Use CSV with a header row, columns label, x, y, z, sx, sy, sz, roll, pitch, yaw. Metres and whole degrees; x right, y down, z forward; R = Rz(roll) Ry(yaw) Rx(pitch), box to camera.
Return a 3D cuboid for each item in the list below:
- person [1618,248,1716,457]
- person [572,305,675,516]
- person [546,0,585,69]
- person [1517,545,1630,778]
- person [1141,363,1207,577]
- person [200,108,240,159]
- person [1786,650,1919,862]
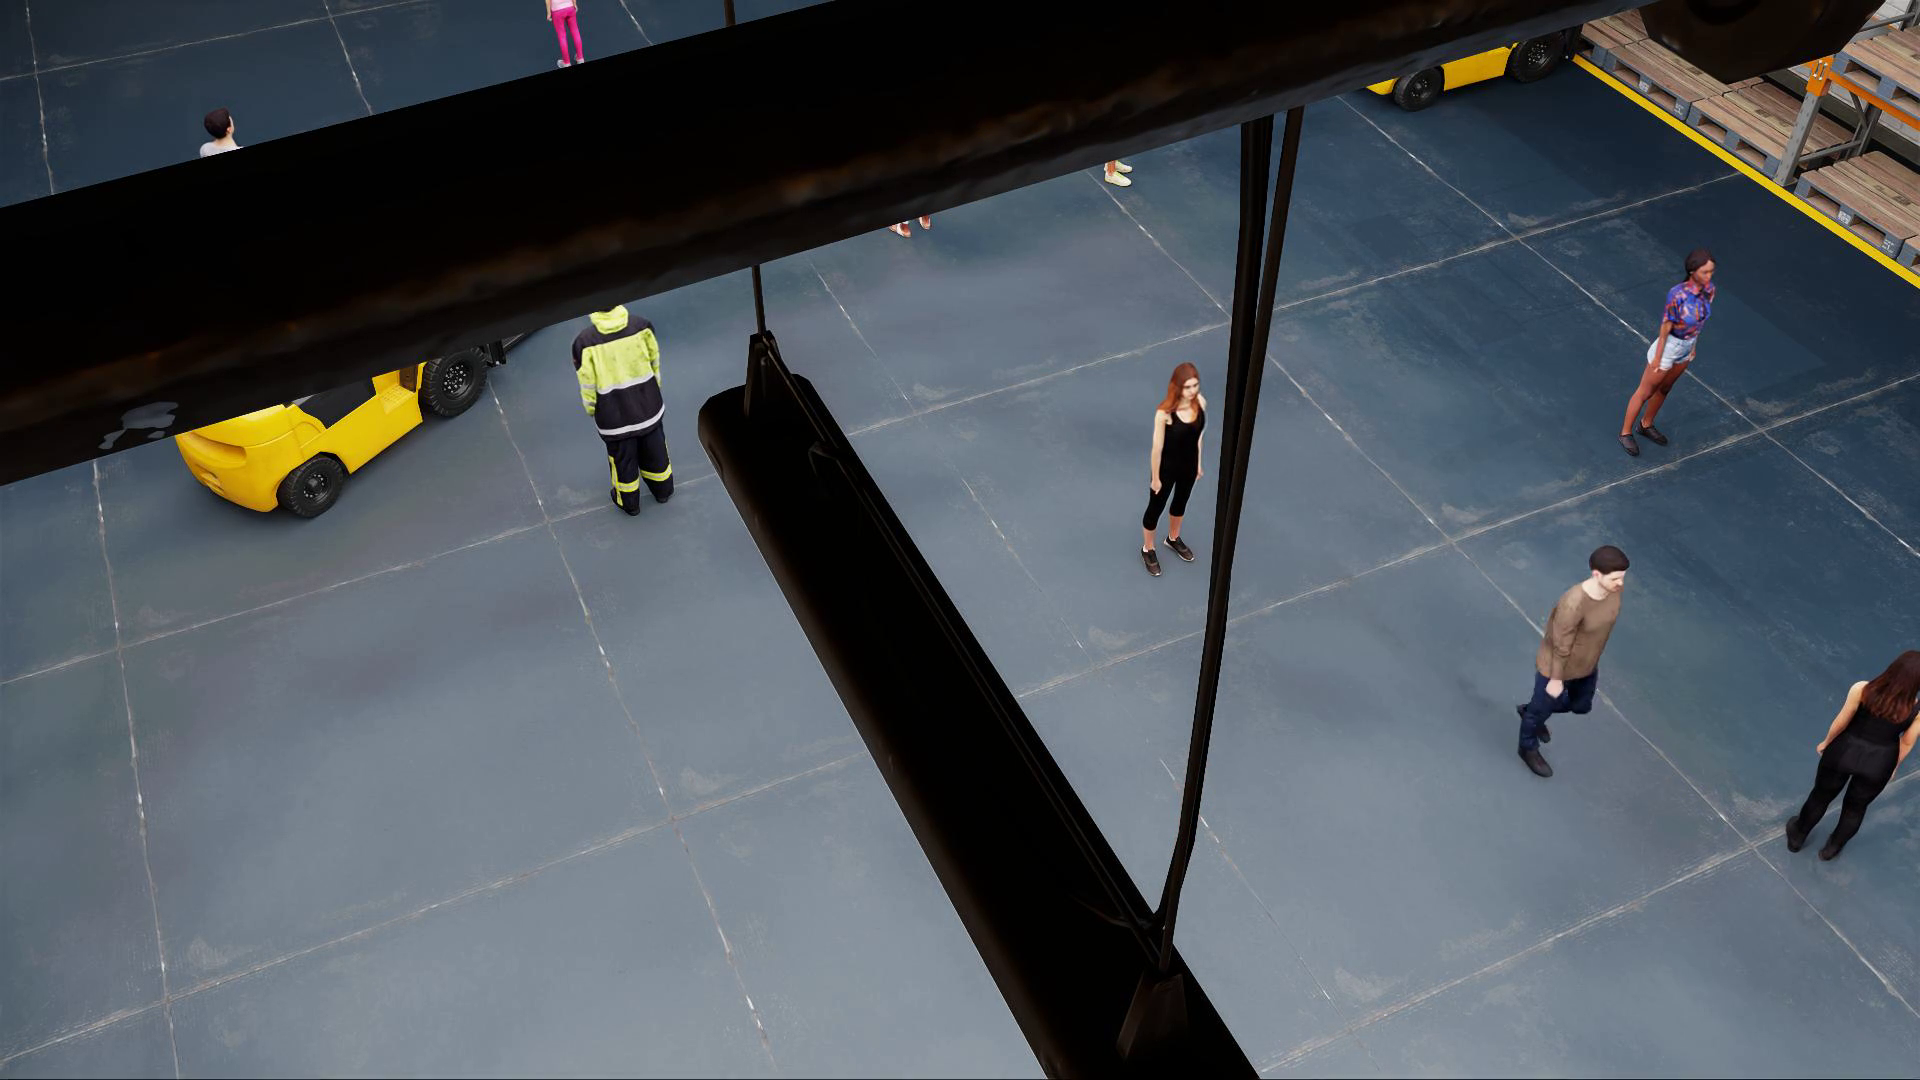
label,x,y,z,sx,sy,sz,roll,pitch,yaw
person,5.316,-1.419,12.434,0.592,1.743,0.517,-20,47,-20
person,-2.394,-1.025,11.847,0.786,1.982,0.664,-22,48,-22
person,-4.057,-5.430,16.987,0.516,1.271,0.547,-25,49,-24
person,3.649,0.677,10.134,0.678,1.880,0.705,-22,48,-22
person,1.485,-0.520,11.502,0.573,1.726,0.519,-21,48,-21
person,-5.841,-2.692,13.683,0.735,1.864,0.787,13,45,13
person,5.231,1.258,9.665,0.650,1.687,0.736,21,48,21
